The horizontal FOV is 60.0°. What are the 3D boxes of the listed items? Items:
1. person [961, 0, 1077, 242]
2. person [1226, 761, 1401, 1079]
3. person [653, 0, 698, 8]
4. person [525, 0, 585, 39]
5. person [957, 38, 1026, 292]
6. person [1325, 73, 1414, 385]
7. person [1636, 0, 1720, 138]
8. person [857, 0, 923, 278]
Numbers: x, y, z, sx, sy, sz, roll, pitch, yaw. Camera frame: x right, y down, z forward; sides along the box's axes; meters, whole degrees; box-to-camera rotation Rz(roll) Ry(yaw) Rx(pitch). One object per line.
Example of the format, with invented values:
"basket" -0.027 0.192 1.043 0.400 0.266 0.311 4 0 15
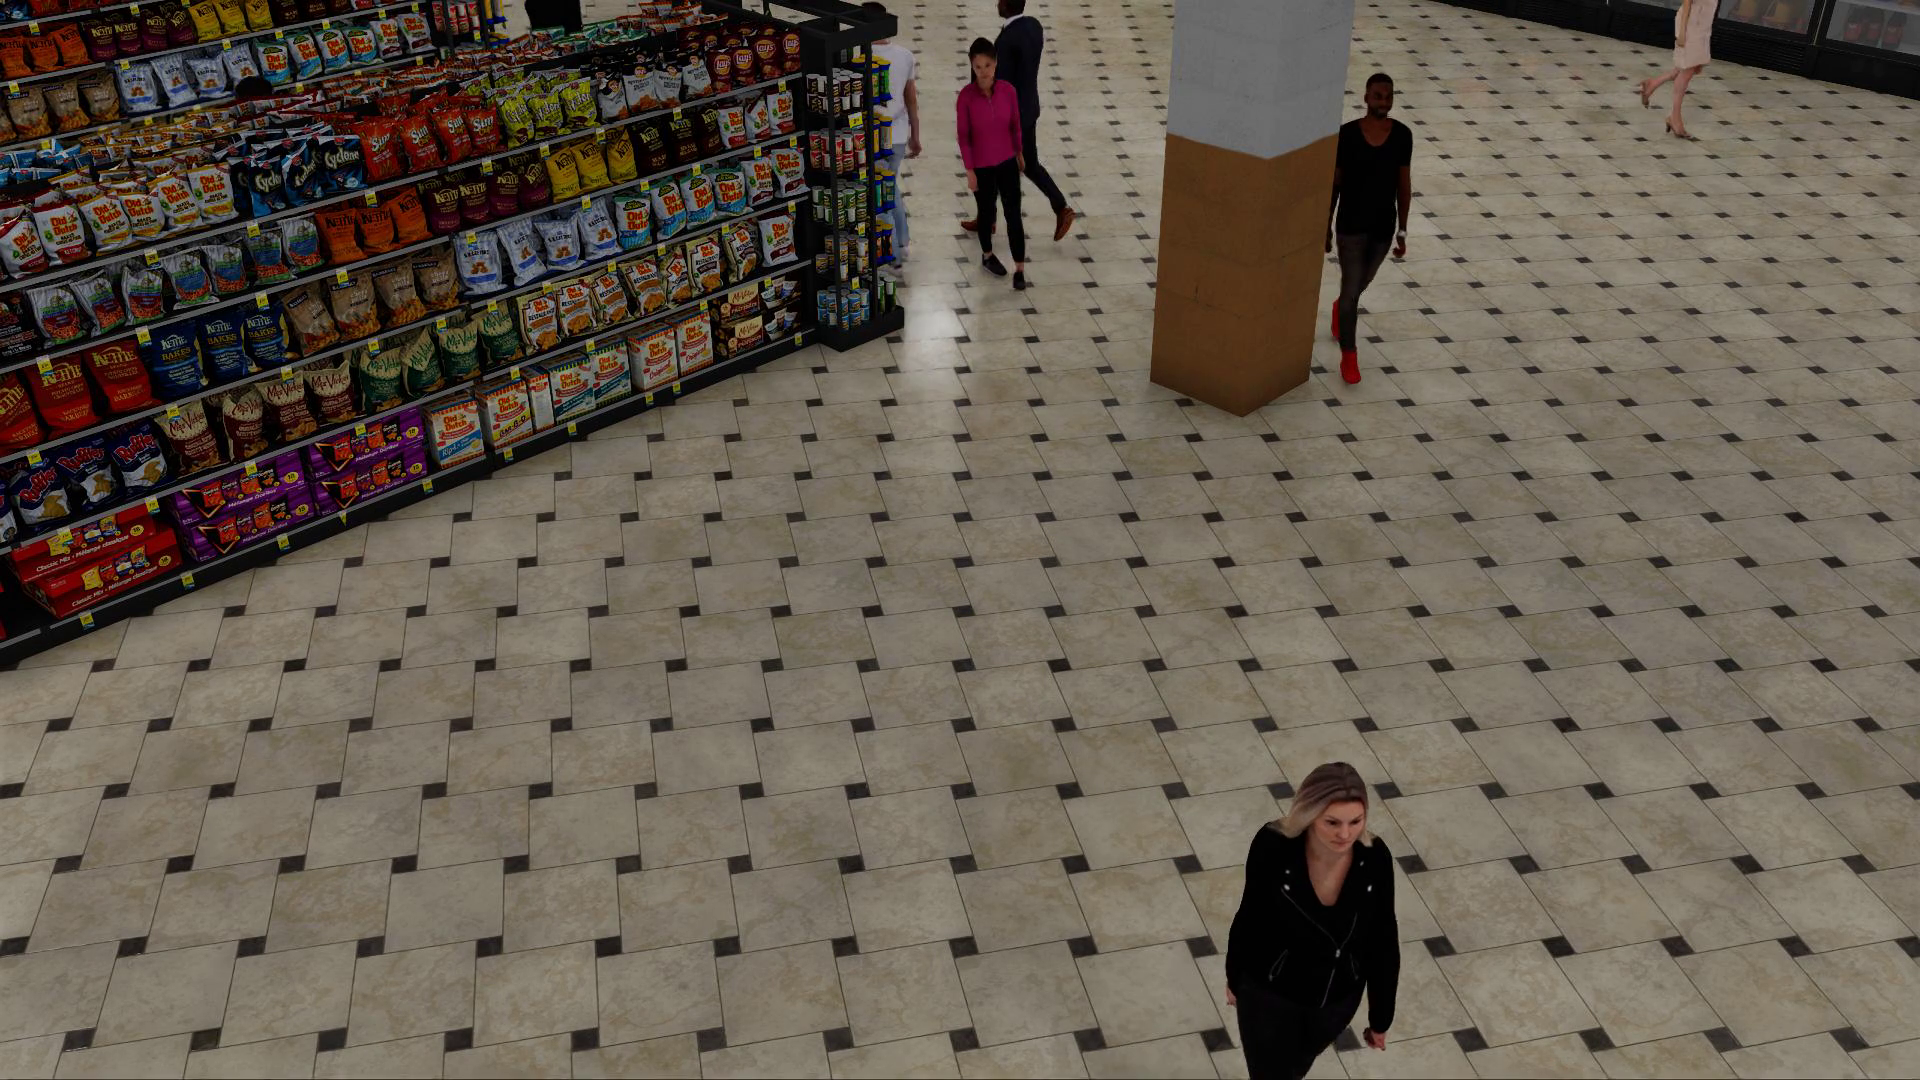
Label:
"person" 0.453 -2.961 11.676 0.870 1.798 1.120 21 37 29
"person" 1.014 1.297 4.970 1.014 1.654 1.065 0 32 0
"person" -2.395 -4.494 14.100 0.785 1.841 0.656 13 34 20
"person" -3.093 -3.624 12.889 0.744 1.644 0.787 6 32 10
"person" 0.168 -2.524 11.102 0.950 1.664 0.943 -13 34 -19
"person" 2.425 -1.928 10.030 1.161 1.785 1.198 -2 32 -2
"person" 5.992 -4.228 13.783 0.828 1.724 0.750 -20 37 -29
"person" -0.443 -2.621 11.094 0.574 1.836 0.744 -24 39 -33
